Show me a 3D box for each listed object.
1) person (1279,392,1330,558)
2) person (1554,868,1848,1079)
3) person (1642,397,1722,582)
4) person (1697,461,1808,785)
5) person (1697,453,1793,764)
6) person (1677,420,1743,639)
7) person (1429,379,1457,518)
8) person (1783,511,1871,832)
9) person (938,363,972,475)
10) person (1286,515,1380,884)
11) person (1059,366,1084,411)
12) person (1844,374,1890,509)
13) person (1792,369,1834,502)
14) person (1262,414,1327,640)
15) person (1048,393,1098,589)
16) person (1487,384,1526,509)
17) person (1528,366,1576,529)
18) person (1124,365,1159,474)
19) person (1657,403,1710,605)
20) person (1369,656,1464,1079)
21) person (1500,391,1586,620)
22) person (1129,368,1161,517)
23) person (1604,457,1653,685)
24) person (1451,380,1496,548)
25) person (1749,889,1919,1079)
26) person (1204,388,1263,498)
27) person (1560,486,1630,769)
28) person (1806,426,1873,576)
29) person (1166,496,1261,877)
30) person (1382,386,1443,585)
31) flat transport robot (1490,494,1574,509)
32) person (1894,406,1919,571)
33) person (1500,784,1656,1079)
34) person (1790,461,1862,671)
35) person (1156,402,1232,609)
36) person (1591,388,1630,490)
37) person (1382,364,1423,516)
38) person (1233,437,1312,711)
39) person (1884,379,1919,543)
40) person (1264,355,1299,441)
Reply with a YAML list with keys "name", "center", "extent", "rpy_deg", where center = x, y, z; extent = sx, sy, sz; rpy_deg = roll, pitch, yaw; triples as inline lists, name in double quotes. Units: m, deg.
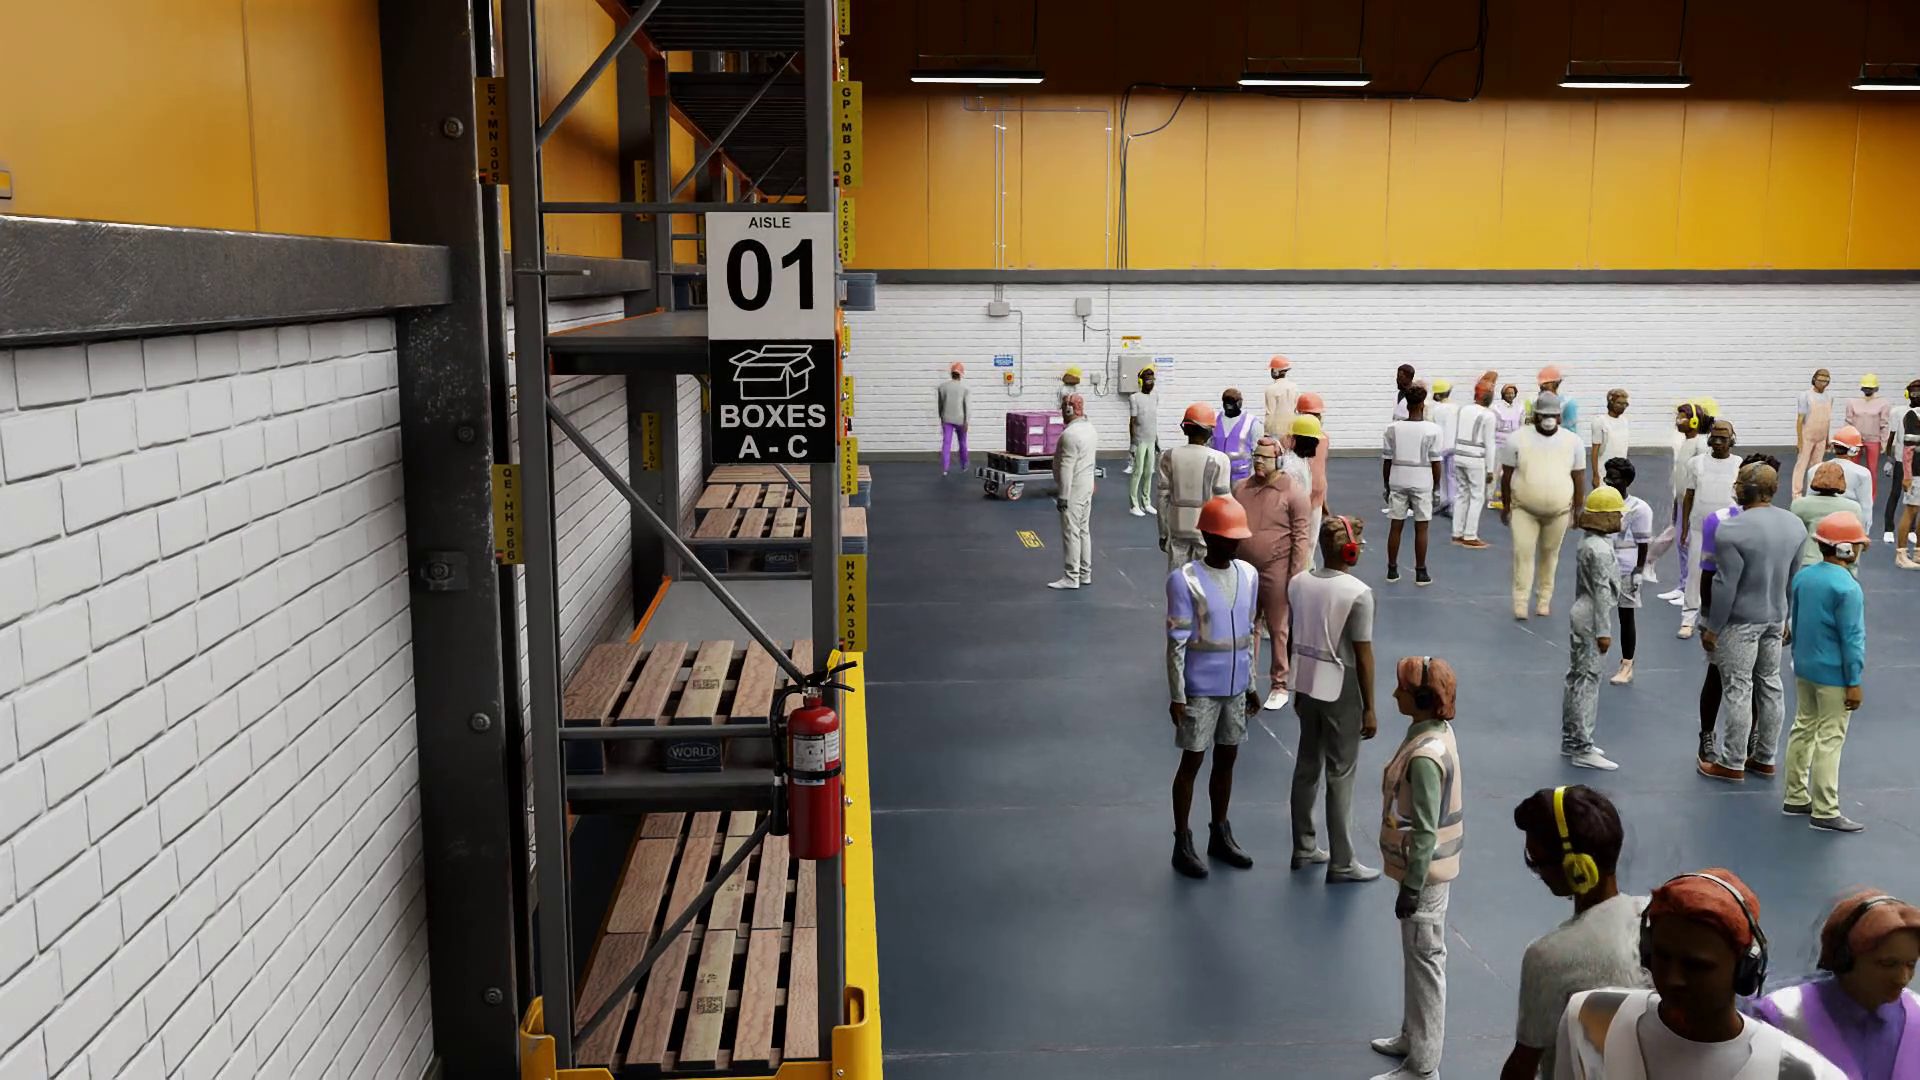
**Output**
- name: "person"
  center: [3.123, -0.347, 15.036]
  extent: [0.622, 1.992, 0.397]
  rpy_deg: [-7, 11, -36]
- name: "person"
  center: [1.431, 1.571, 3.348]
  extent: [0.576, 1.882, 0.355]
  rpy_deg: [7, 12, 38]
- name: "person"
  center: [7.082, -0.469, 16.197]
  extent: [0.588, 1.884, 0.961]
  rpy_deg: [-5, 10, -29]
- name: "person"
  center: [4.715, 0.495, 9.934]
  extent: [0.627, 1.939, 0.373]
  rpy_deg: [-3, 10, -20]
- name: "person"
  center: [4.824, 0.439, 10.192]
  extent: [0.608, 1.965, 0.369]
  rpy_deg: [0, 9, -2]
- name: "person"
  center: [6.252, -0.074, 13.794]
  extent: [0.504, 1.847, 0.344]
  rpy_deg: [5, 10, 27]
- name: "person"
  center: [6.027, -1.144, 20.816]
  extent: [0.497, 1.748, 0.414]
  rpy_deg: [-5, 10, -29]
- name: "person"
  center: [4.782, 0.710, 9.142]
  extent: [0.318, 1.755, 0.560]
  rpy_deg: [-1, 9, -4]
- name: "person"
  center: [-0.082, -1.851, 25.430]
  extent: [0.562, 1.697, 0.949]
  rpy_deg: [2, 9, 14]
- name: "person"
  center: [1.851, 0.793, 8.344]
  extent: [0.390, 1.848, 0.563]
  rpy_deg: [-5, 10, -30]
- name: "person"
  center: [1.665, -1.729, 24.621]
  extent: [0.725, 1.690, 0.505]
  rpy_deg: [6, 11, 33]
- name: "person"
  center: [11.798, -1.285, 21.678]
  extent: [0.524, 1.761, 0.341]
  rpy_deg: [7, 11, 37]
- name: "person"
  center: [11.014, -1.289, 21.448]
  extent: [0.507, 1.839, 0.351]
  rpy_deg: [-2, 9, -14]
- name: "person"
  center: [2.762, -0.093, 13.739]
  extent: [0.489, 1.900, 0.662]
  rpy_deg: [3, 10, 18]
- name: "person"
  center: [1.098, -0.475, 16.166]
  extent: [0.402, 1.896, 0.651]
  rpy_deg: [4, 10, 24]
- name: "person"
  center: [7.087, -1.213, 21.591]
  extent: [0.523, 1.638, 0.310]
  rpy_deg: [-1, 9, -7]
- name: "person"
  center: [6.936, -1.049, 19.514]
  extent: [0.967, 1.994, 0.645]
  rpy_deg: [-5, 10, -29]
- name: "person"
  center: [2.758, -1.821, 25.234]
  extent: [0.554, 1.682, 0.781]
  rpy_deg: [7, 11, 38]
- name: "person"
  center: [6.708, -0.328, 15.331]
  extent: [0.328, 1.869, 0.551]
  rpy_deg: [1, 9, 5]
- name: "person"
  center: [1.716, 1.235, 6.217]
  extent: [0.307, 1.641, 0.514]
  rpy_deg: [3, 9, 16]
- name: "person"
  center: [5.129, -0.299, 14.591]
  extent: [0.704, 2.000, 0.804]
  rpy_deg: [2, 9, 12]
- name: "person"
  center: [2.347, -1.233, 21.009]
  extent: [0.535, 1.864, 0.314]
  rpy_deg: [-8, 12, -41]
- name: "person"
  center: [4.869, 0.224, 12.387]
  extent: [0.317, 1.696, 0.538]
  rpy_deg: [-6, 11, -34]
- name: "person"
  center: [5.724, -0.839, 18.503]
  extent: [0.398, 1.870, 0.596]
  rpy_deg: [-4, 10, -24]
- name: "person"
  center: [2.070, 1.594, 4.012]
  extent: [0.525, 1.619, 0.562]
  rpy_deg: [0, 9, -1]
- name: "person"
  center: [2.883, -0.696, 17.708]
  extent: [0.624, 1.845, 0.430]
  rpy_deg: [5, 10, 29]
- name: "person"
  center: [3.945, 0.531, 10.312]
  extent: [0.302, 1.745, 0.483]
  rpy_deg: [1, 9, 8]
- name: "person"
  center: [7.528, -0.100, 14.235]
  extent: [0.330, 1.753, 0.561]
  rpy_deg: [-6, 11, -32]
- name: "person"
  center: [1.305, 0.736, 8.426]
  extent: [0.553, 1.933, 0.367]
  rpy_deg: [-5, 10, -29]
- name: "person"
  center: [4.446, -0.537, 16.361]
  extent: [0.602, 1.957, 0.381]
  rpy_deg: [6, 11, 34]
- name: "flat transport robot"
  center: [7.556, -0.557, 21.753]
  extent: [0.652, 0.197, 1.431]
  rpy_deg: [8, 12, 42]
- name: "person"
  center: [9.965, -0.699, 17.095]
  extent: [0.612, 2.041, 0.394]
  rpy_deg: [-3, 10, -18]
- name: "person"
  center: [1.527, 1.476, 4.103]
  extent: [0.567, 1.839, 0.436]
  rpy_deg: [-7, 11, -35]
- name: "person"
  center: [6.562, 0.213, 12.653]
  extent: [0.500, 1.633, 0.285]
  rpy_deg: [7, 11, 36]
- name: "person"
  center: [1.865, -0.072, 13.162]
  extent: [0.616, 2.041, 0.379]
  rpy_deg: [5, 10, 30]
- name: "person"
  center: [6.920, -0.696, 17.705]
  extent: [0.505, 1.844, 0.346]
  rpy_deg: [-5, 10, -28]
- name: "person"
  center: [5.629, -1.258, 20.998]
  extent: [0.378, 1.917, 0.597]
  rpy_deg: [-2, 9, -14]
- name: "person"
  center: [2.123, 0.230, 11.682]
  extent: [0.638, 1.913, 0.408]
  rpy_deg: [9, 13, 44]
- name: "person"
  center: [10.766, -0.889, 18.838]
  extent: [0.535, 1.868, 0.309]
  rpy_deg: [1, 9, 9]
- name: "person"
  center: [4.164, -1.414, 21.732]
  extent: [0.608, 1.997, 0.375]
  rpy_deg: [-8, 12, -42]
